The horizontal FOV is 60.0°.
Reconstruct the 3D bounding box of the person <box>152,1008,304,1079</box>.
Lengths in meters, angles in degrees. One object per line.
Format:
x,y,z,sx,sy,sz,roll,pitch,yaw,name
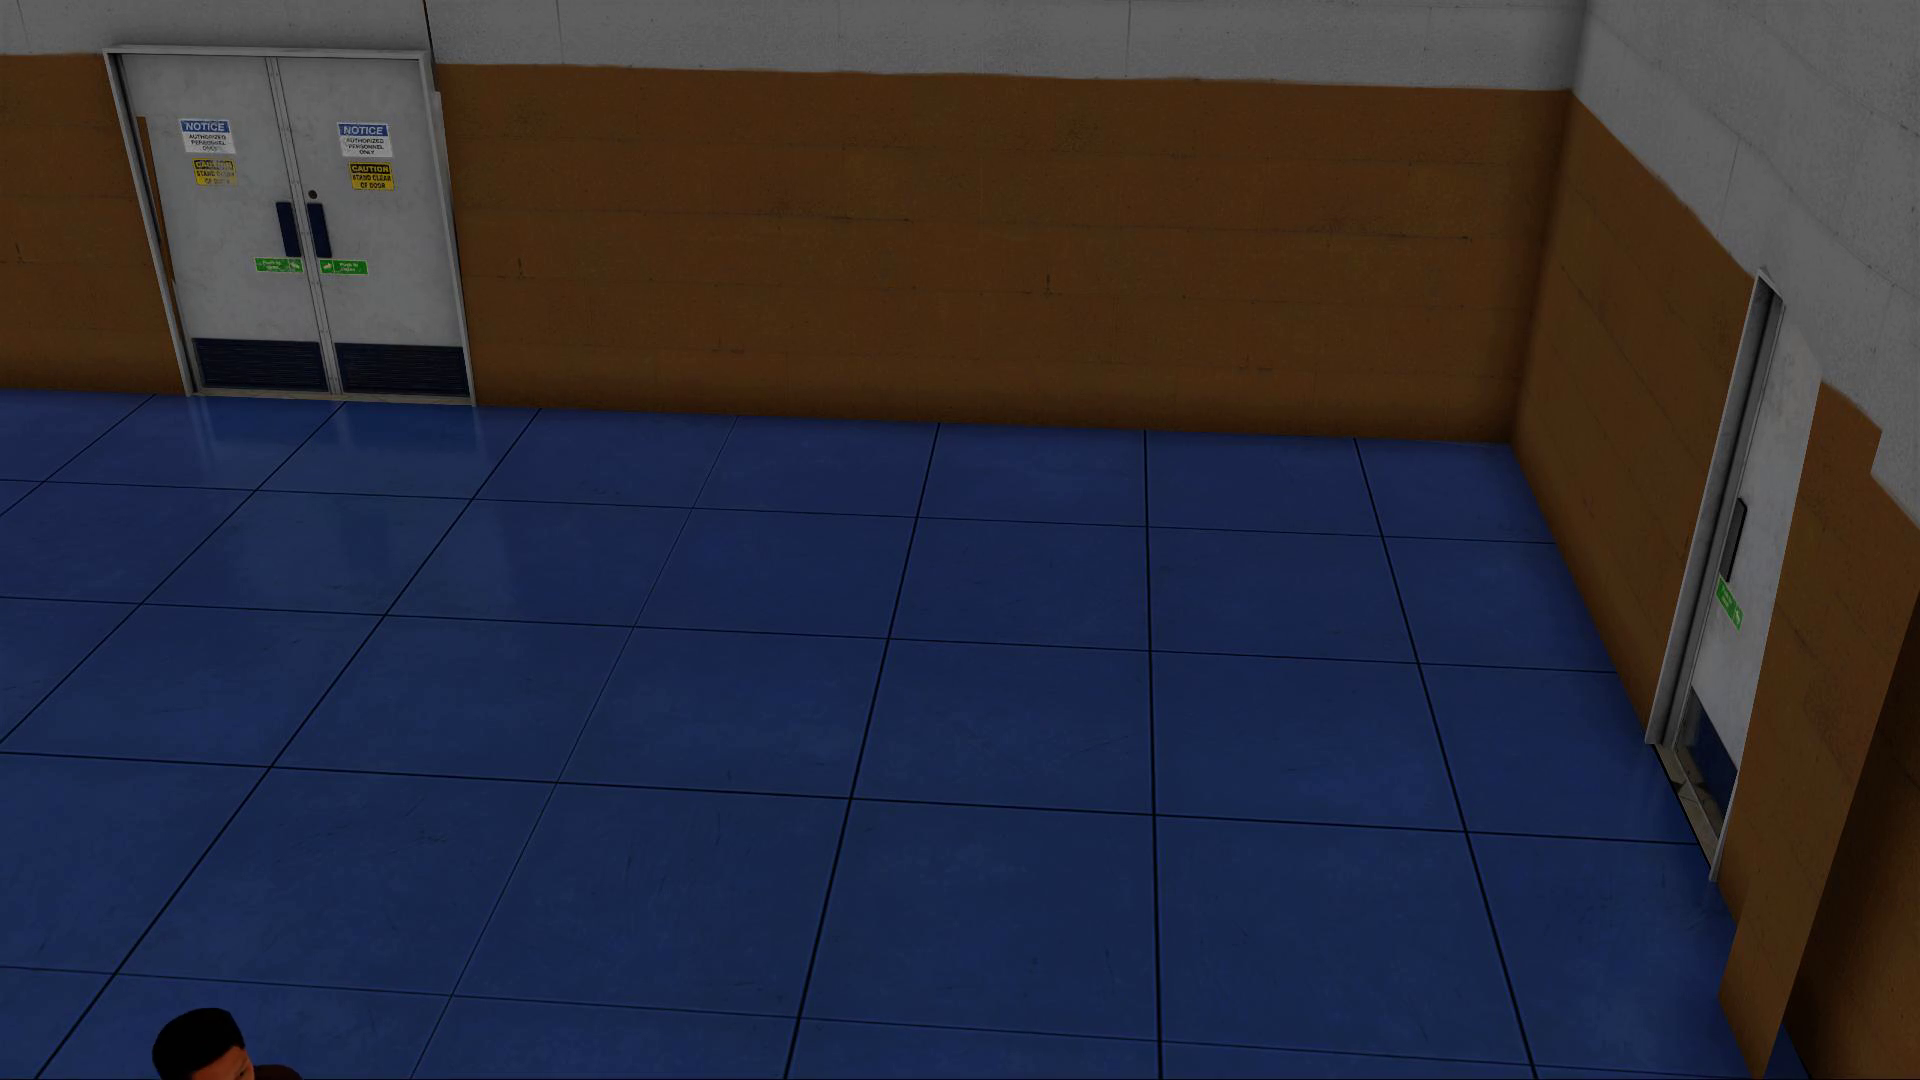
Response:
-1.834,1.848,4.236,1.070,1.735,1.153,17,33,28,person
